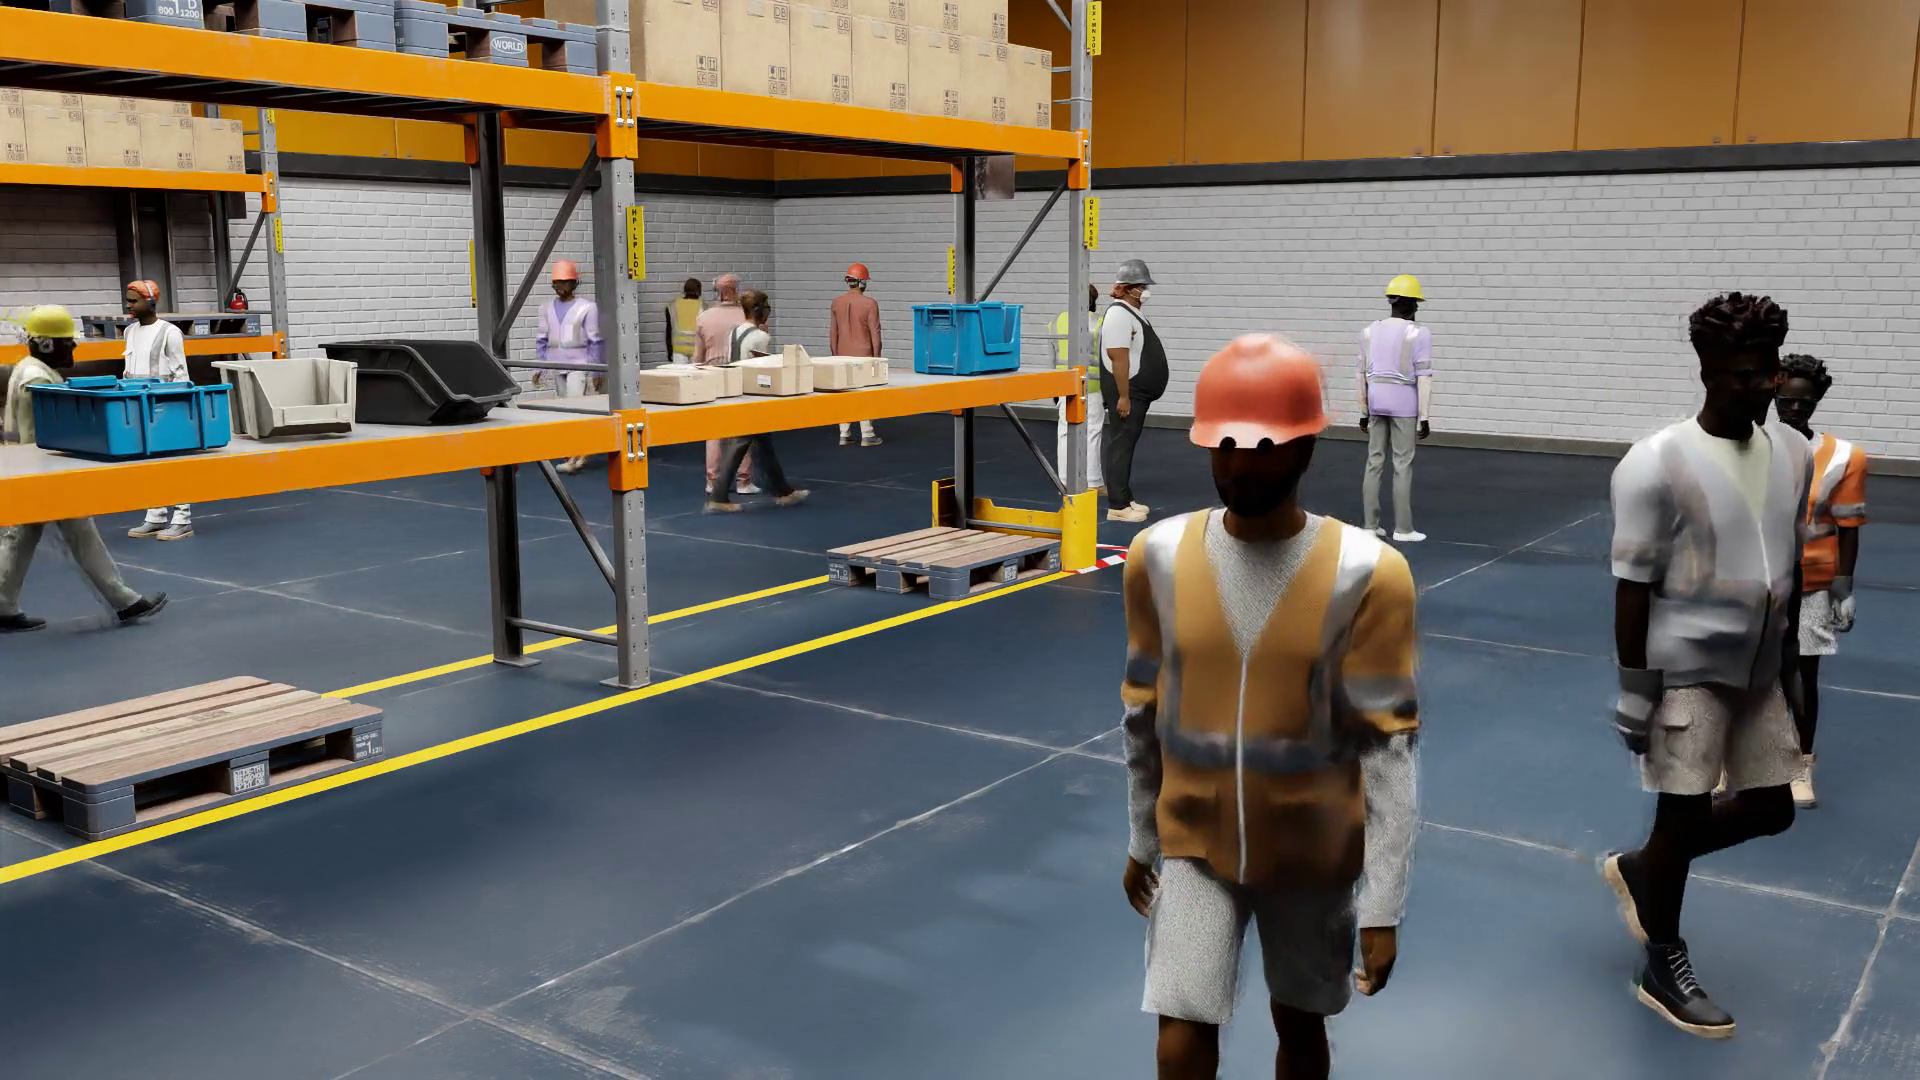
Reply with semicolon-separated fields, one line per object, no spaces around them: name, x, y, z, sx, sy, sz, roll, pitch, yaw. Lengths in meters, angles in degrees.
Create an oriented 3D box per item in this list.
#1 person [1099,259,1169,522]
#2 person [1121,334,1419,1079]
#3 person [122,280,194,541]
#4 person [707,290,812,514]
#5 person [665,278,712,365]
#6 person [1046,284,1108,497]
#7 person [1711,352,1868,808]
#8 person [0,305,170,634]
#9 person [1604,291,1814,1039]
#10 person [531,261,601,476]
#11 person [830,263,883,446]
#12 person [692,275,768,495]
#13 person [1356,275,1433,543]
person;1.364;-1.175;13.034;0.536;2.000;0.688;2;10;11
person;0.525;0.582;3.019;0.572;1.884;0.972;4;10;22
person;-5.846;-0.936;12.079;0.583;1.882;0.338;5;11;26
person;-1.634;-1.108;13.390;0.991;1.787;0.528;-7;12;-35
person;-3.361;-2.353;20.724;0.635;1.819;0.823;0;10;-1
person;1.057;-1.287;14.316;0.619;1.839;0.430;7;12;35
person;3.049;0.151;6.177;0.547;1.694;0.321;5;11;29
person;-4.911;-0.382;9.081;0.914;1.778;0.600;-6;11;-33
person;1.957;0.314;4.437;0.632;1.946;0.506;-4;10;-21
person;-3.748;-1.615;15.719;0.608;2.009;0.947;3;10;19
person;-1.126;-2.029;18.257;0.624;1.992;0.386;5;11;27
person;-1.970;-1.318;14.345;0.685;1.896;0.405;0;10;-2
person;3.142;-0.944;12.013;0.386;1.920;0.590;-9;13;-42
